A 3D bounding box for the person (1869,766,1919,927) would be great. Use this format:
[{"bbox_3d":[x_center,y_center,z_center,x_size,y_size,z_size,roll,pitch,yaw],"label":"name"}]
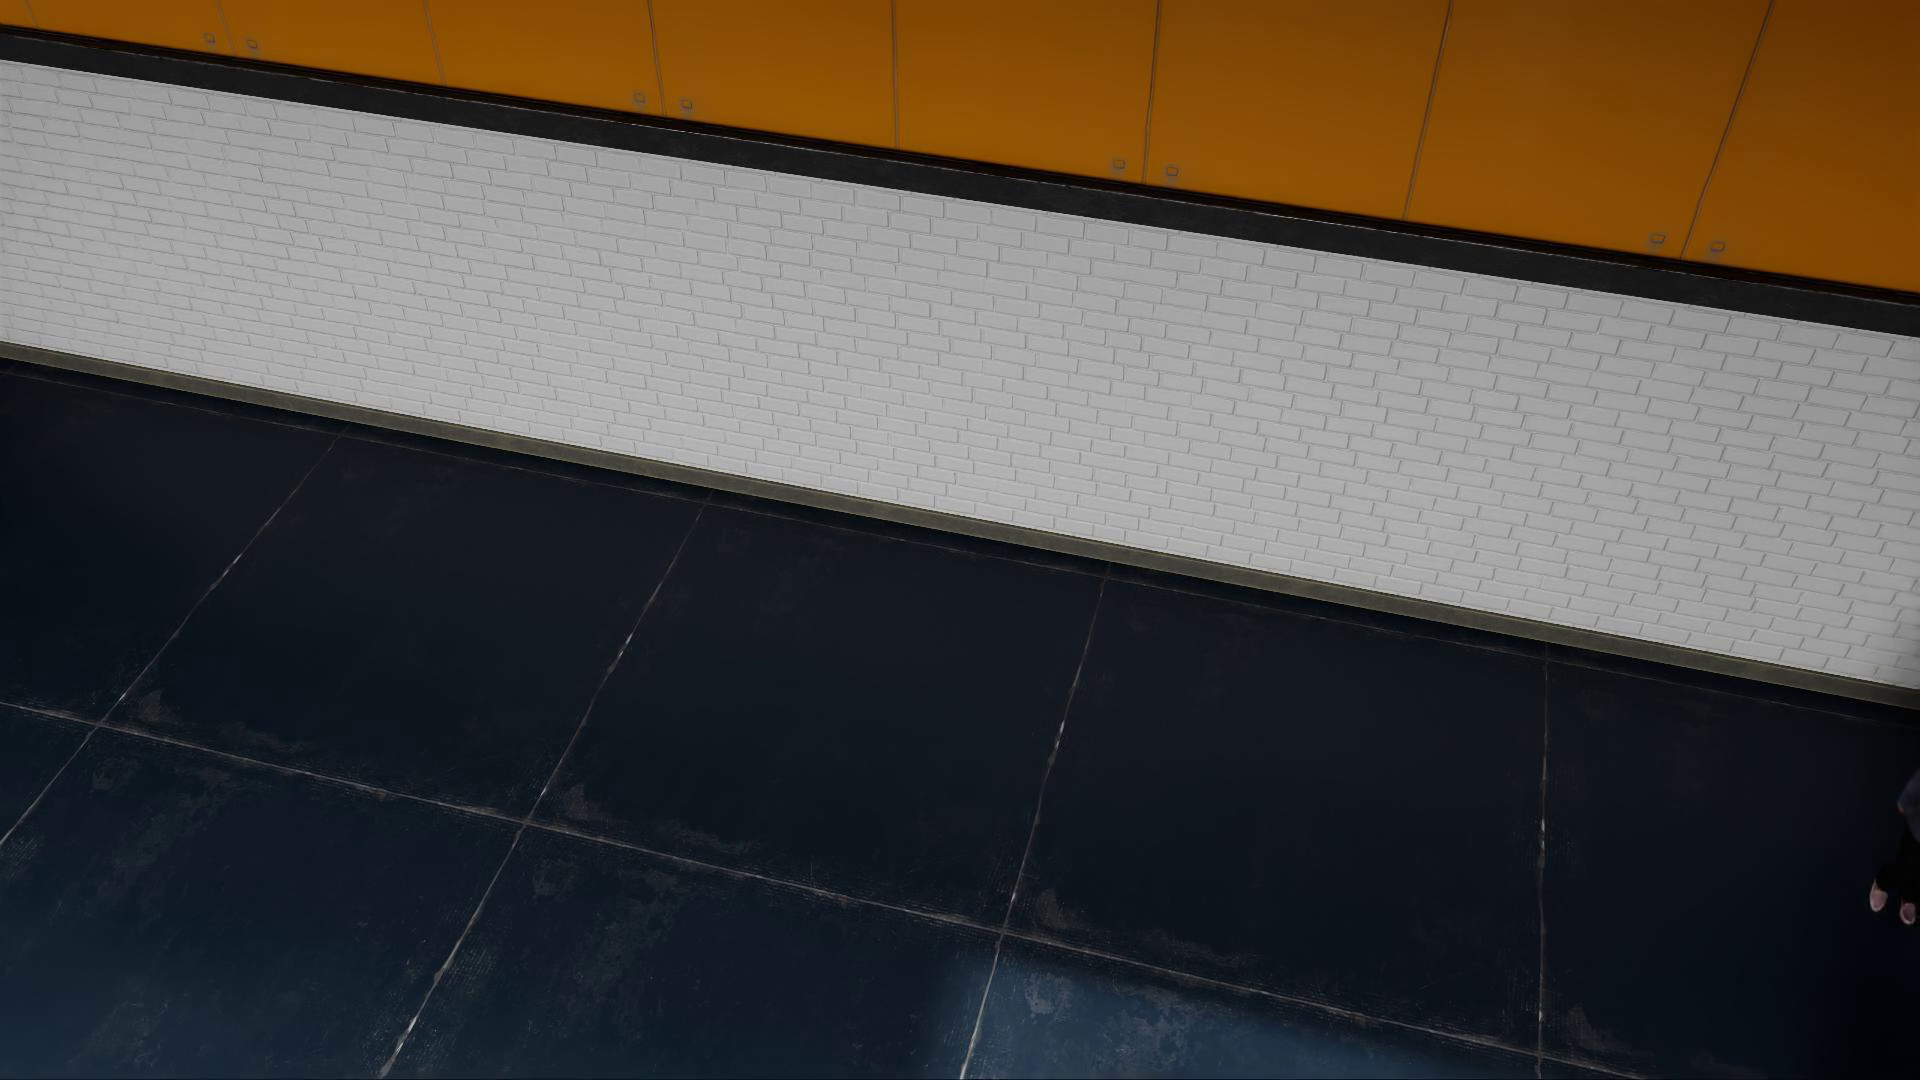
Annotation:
[{"bbox_3d":[5.473,1.525,9.203,0.683,1.586,0.655,12,45,12],"label":"person"}]
